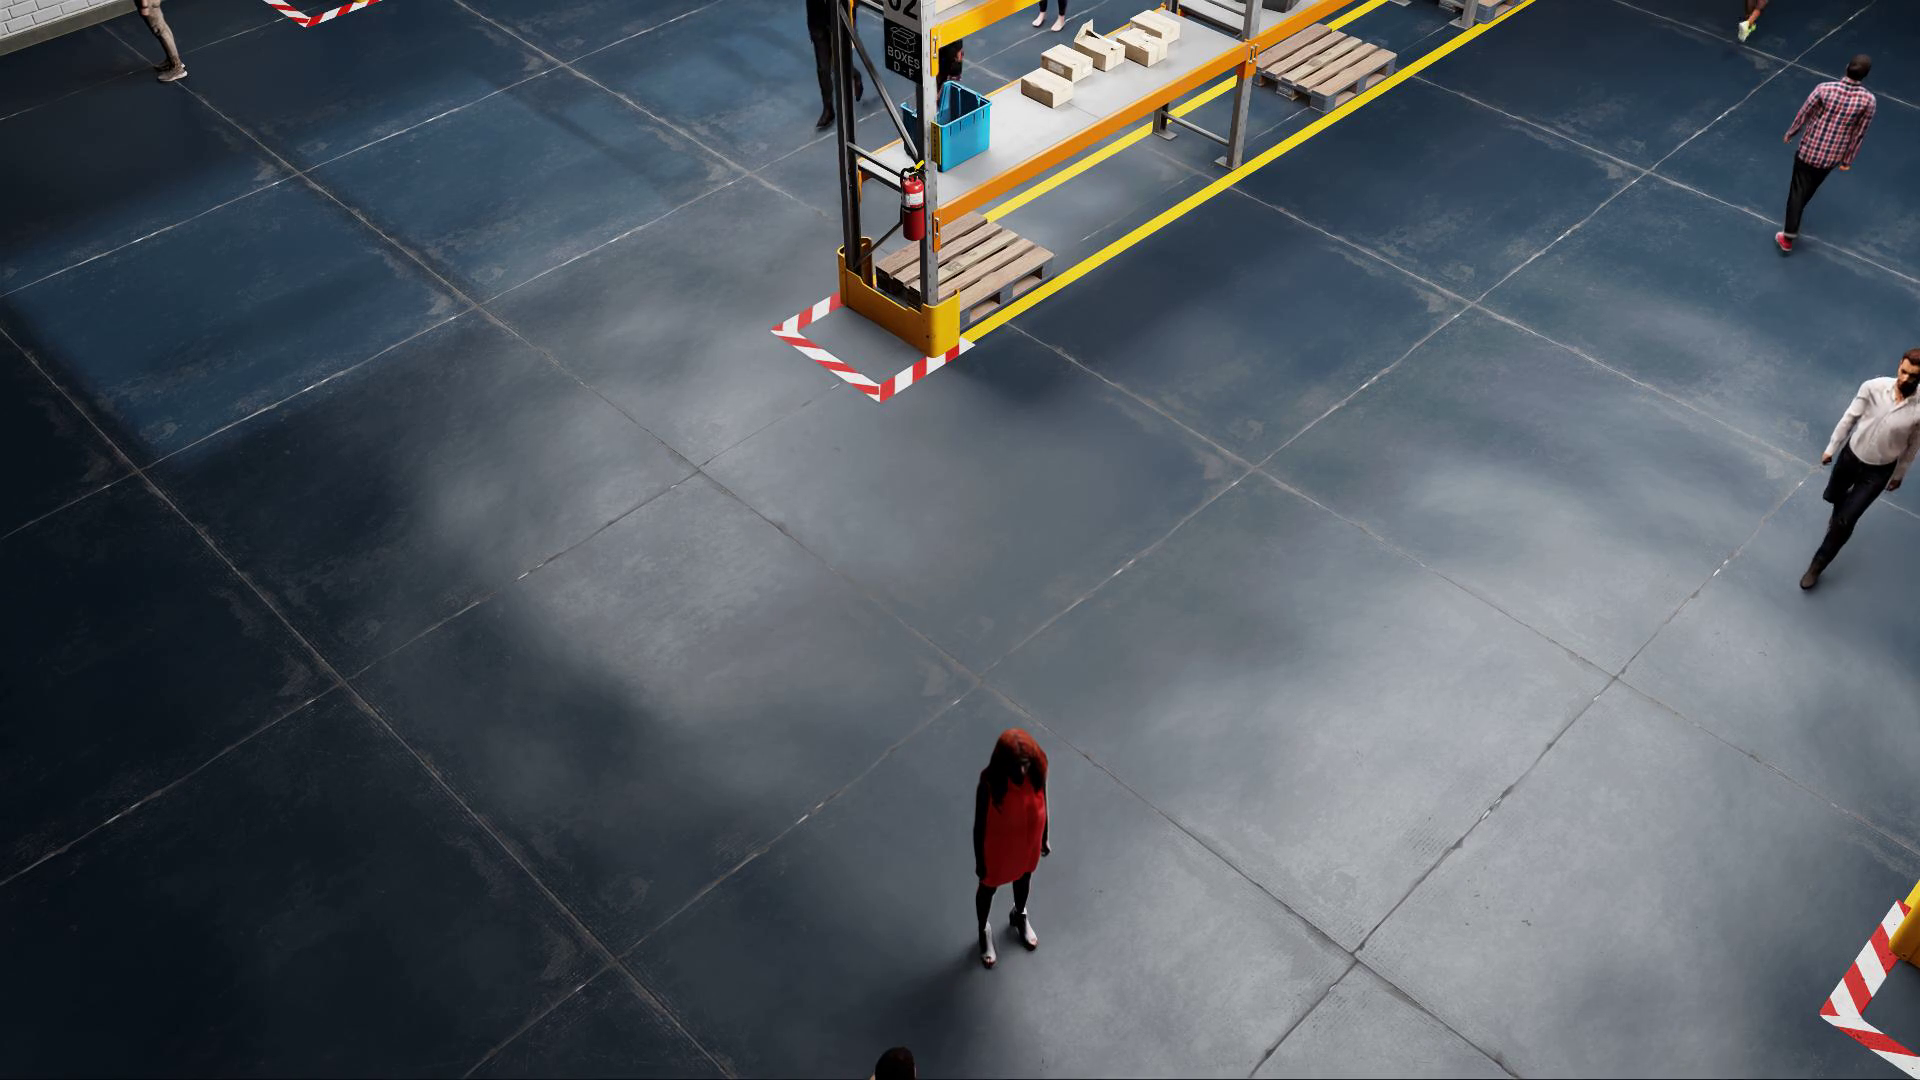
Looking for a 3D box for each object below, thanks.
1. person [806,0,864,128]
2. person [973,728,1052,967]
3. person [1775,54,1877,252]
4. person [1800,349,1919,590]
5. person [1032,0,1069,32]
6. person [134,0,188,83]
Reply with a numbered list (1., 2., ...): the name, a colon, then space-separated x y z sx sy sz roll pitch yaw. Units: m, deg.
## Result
1. person: -1.160 -4.860 15.770 0.910 1.861 1.074 18 47 18
2. person: 0.268 1.640 8.971 0.571 1.828 0.720 -17 46 -17
3. person: 7.344 -3.269 14.204 1.060 1.717 1.231 9 44 10
4. person: 6.165 -0.562 11.273 0.723 1.841 1.146 31 51 28
5. person: 0.970 -6.147 17.204 0.620 1.747 0.645 15 46 16
6. person: -8.046 -5.379 16.466 0.656 1.652 0.662 -15 46 -15
